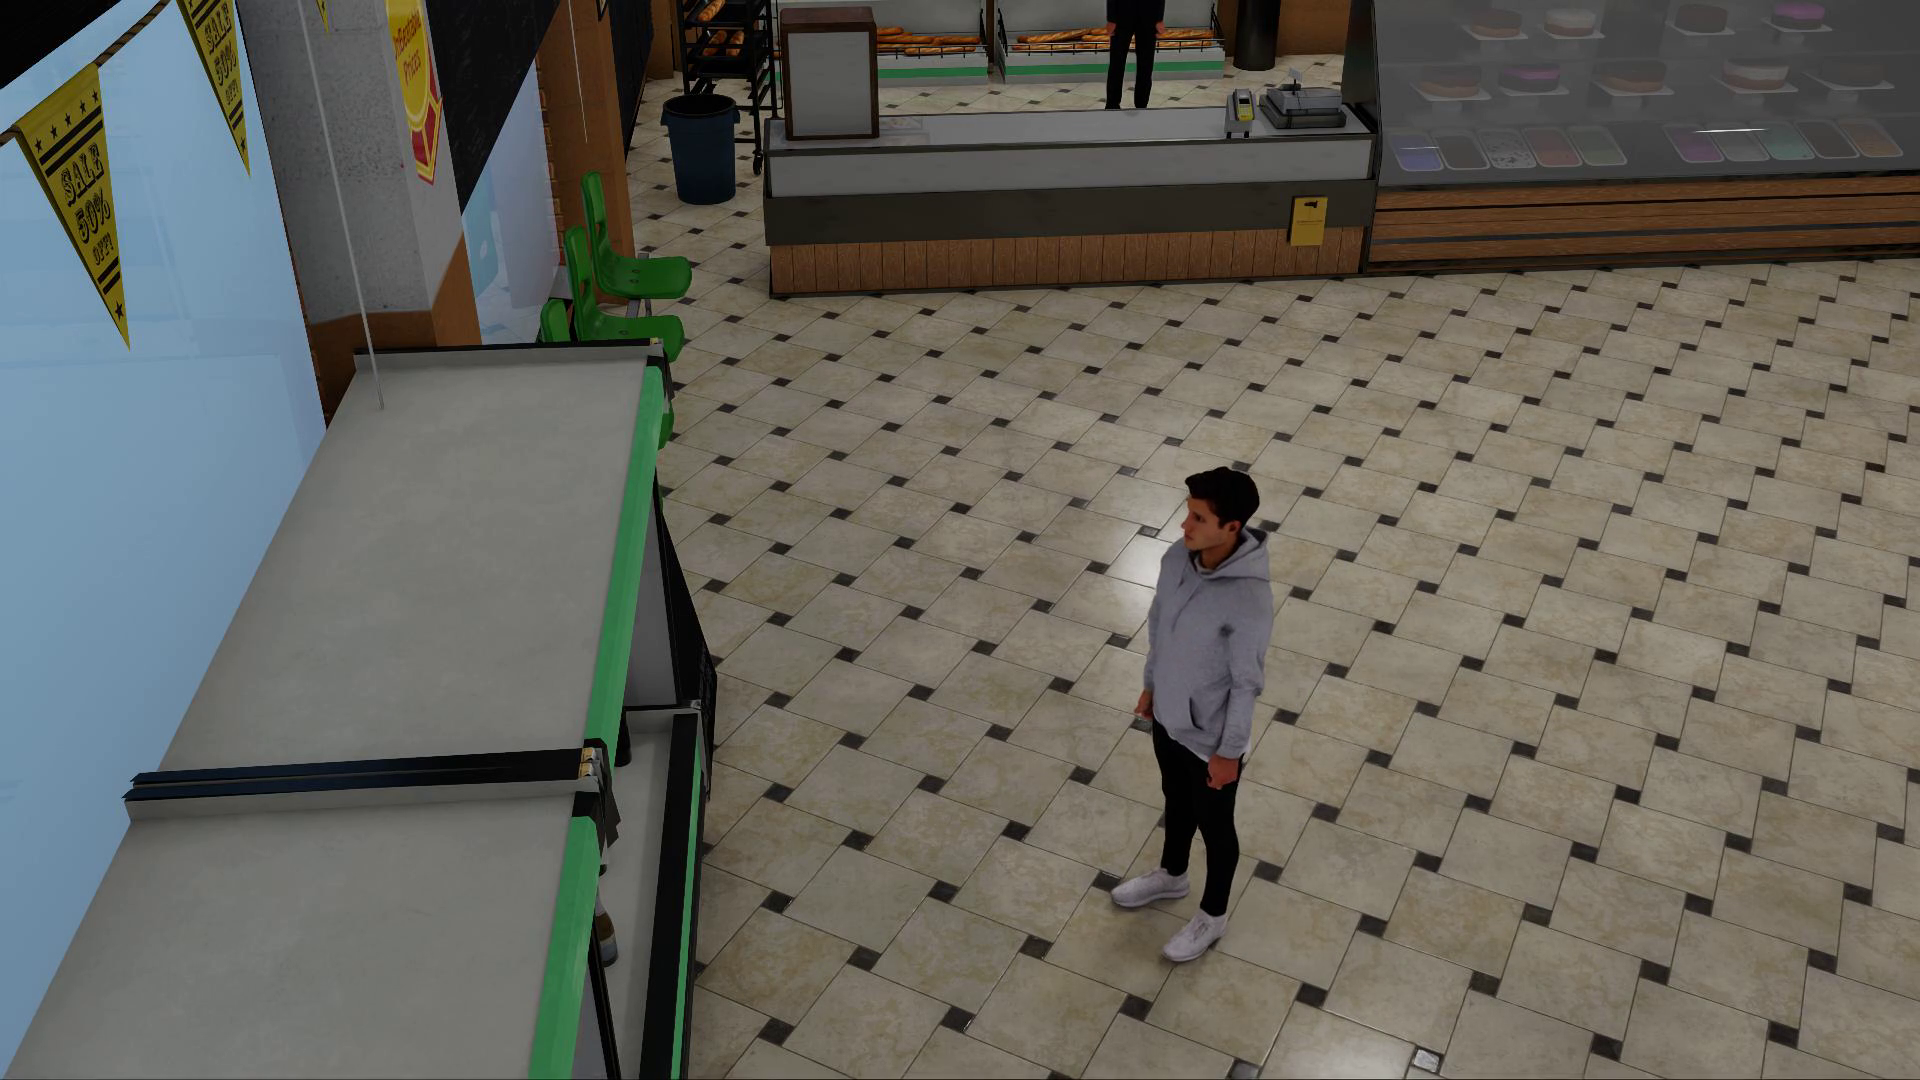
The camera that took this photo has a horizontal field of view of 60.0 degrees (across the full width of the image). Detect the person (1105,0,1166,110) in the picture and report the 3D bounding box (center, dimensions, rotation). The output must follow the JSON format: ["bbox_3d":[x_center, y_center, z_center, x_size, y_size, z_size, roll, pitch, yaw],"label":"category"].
[{"bbox_3d":[1.424,-4.245,13.476,0.621,1.868,0.565,-2,32,-4],"label":"person"}]

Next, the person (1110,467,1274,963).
[{"bbox_3d":[0.829,0.586,5.653,0.825,1.930,0.688,-17,36,-25],"label":"person"}]
